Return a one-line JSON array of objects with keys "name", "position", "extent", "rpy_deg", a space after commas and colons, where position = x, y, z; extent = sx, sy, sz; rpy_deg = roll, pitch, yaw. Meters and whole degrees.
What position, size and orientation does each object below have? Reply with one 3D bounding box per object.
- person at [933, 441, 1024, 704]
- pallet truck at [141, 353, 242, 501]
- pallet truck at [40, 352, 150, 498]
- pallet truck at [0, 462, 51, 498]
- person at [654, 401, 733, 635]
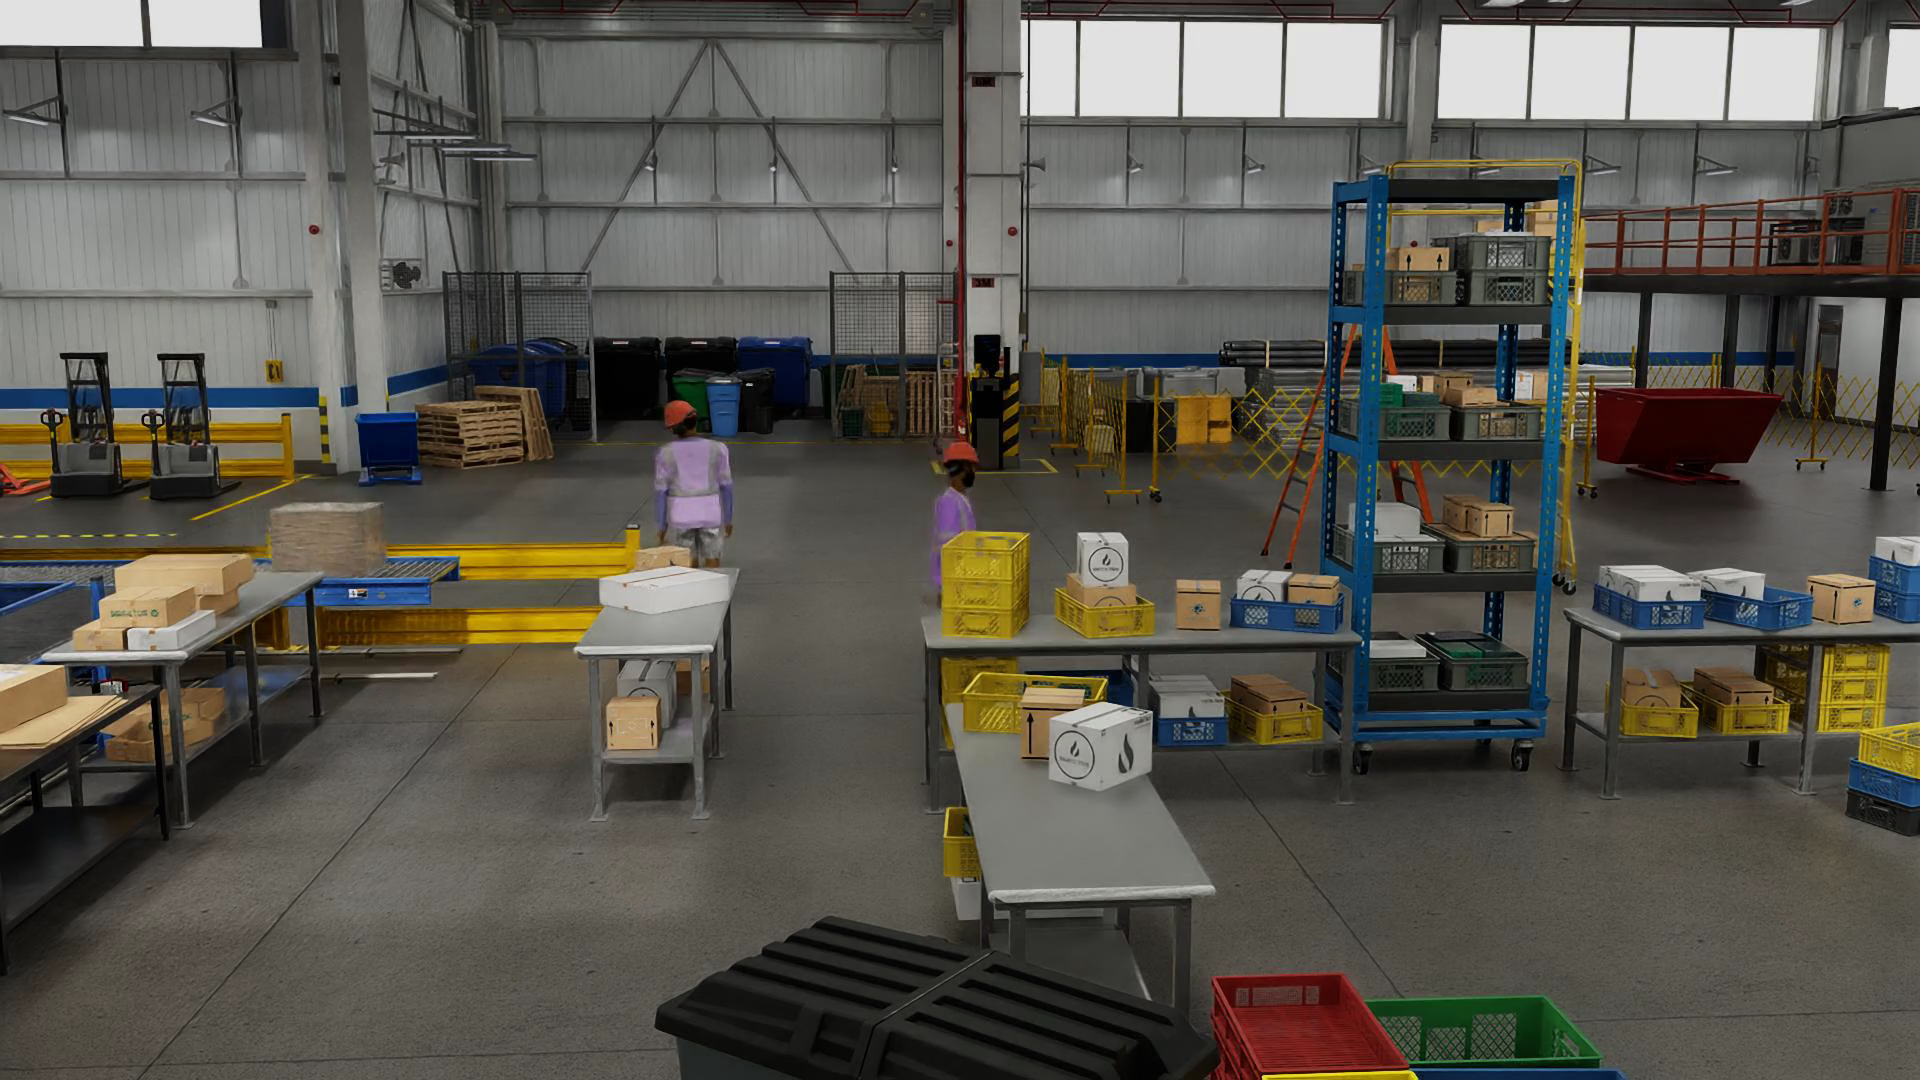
[{"name": "person", "position": [0.113, 0.273, 11.523], "extent": [0.777, 1.878, 0.601], "rpy_deg": [1, 9, 7]}, {"name": "pallet truck", "position": [-10.520, -1.604, 22.925], "extent": [0.823, 1.965, 1.885], "rpy_deg": [-1, 9, -6]}, {"name": "pallet truck", "position": [-11.907, -1.642, 23.165], "extent": [0.823, 1.965, 1.885], "rpy_deg": [0, 9, 0]}, {"name": "pallet truck", "position": [-13.193, -1.293, 23.148], "extent": [0.653, 1.274, 1.630], "rpy_deg": [-1, 9, -4]}, {"name": "person", "position": [-2.218, -0.160, 13.905], "extent": [0.636, 1.995, 0.428], "rpy_deg": [-2, 9, -12]}]
